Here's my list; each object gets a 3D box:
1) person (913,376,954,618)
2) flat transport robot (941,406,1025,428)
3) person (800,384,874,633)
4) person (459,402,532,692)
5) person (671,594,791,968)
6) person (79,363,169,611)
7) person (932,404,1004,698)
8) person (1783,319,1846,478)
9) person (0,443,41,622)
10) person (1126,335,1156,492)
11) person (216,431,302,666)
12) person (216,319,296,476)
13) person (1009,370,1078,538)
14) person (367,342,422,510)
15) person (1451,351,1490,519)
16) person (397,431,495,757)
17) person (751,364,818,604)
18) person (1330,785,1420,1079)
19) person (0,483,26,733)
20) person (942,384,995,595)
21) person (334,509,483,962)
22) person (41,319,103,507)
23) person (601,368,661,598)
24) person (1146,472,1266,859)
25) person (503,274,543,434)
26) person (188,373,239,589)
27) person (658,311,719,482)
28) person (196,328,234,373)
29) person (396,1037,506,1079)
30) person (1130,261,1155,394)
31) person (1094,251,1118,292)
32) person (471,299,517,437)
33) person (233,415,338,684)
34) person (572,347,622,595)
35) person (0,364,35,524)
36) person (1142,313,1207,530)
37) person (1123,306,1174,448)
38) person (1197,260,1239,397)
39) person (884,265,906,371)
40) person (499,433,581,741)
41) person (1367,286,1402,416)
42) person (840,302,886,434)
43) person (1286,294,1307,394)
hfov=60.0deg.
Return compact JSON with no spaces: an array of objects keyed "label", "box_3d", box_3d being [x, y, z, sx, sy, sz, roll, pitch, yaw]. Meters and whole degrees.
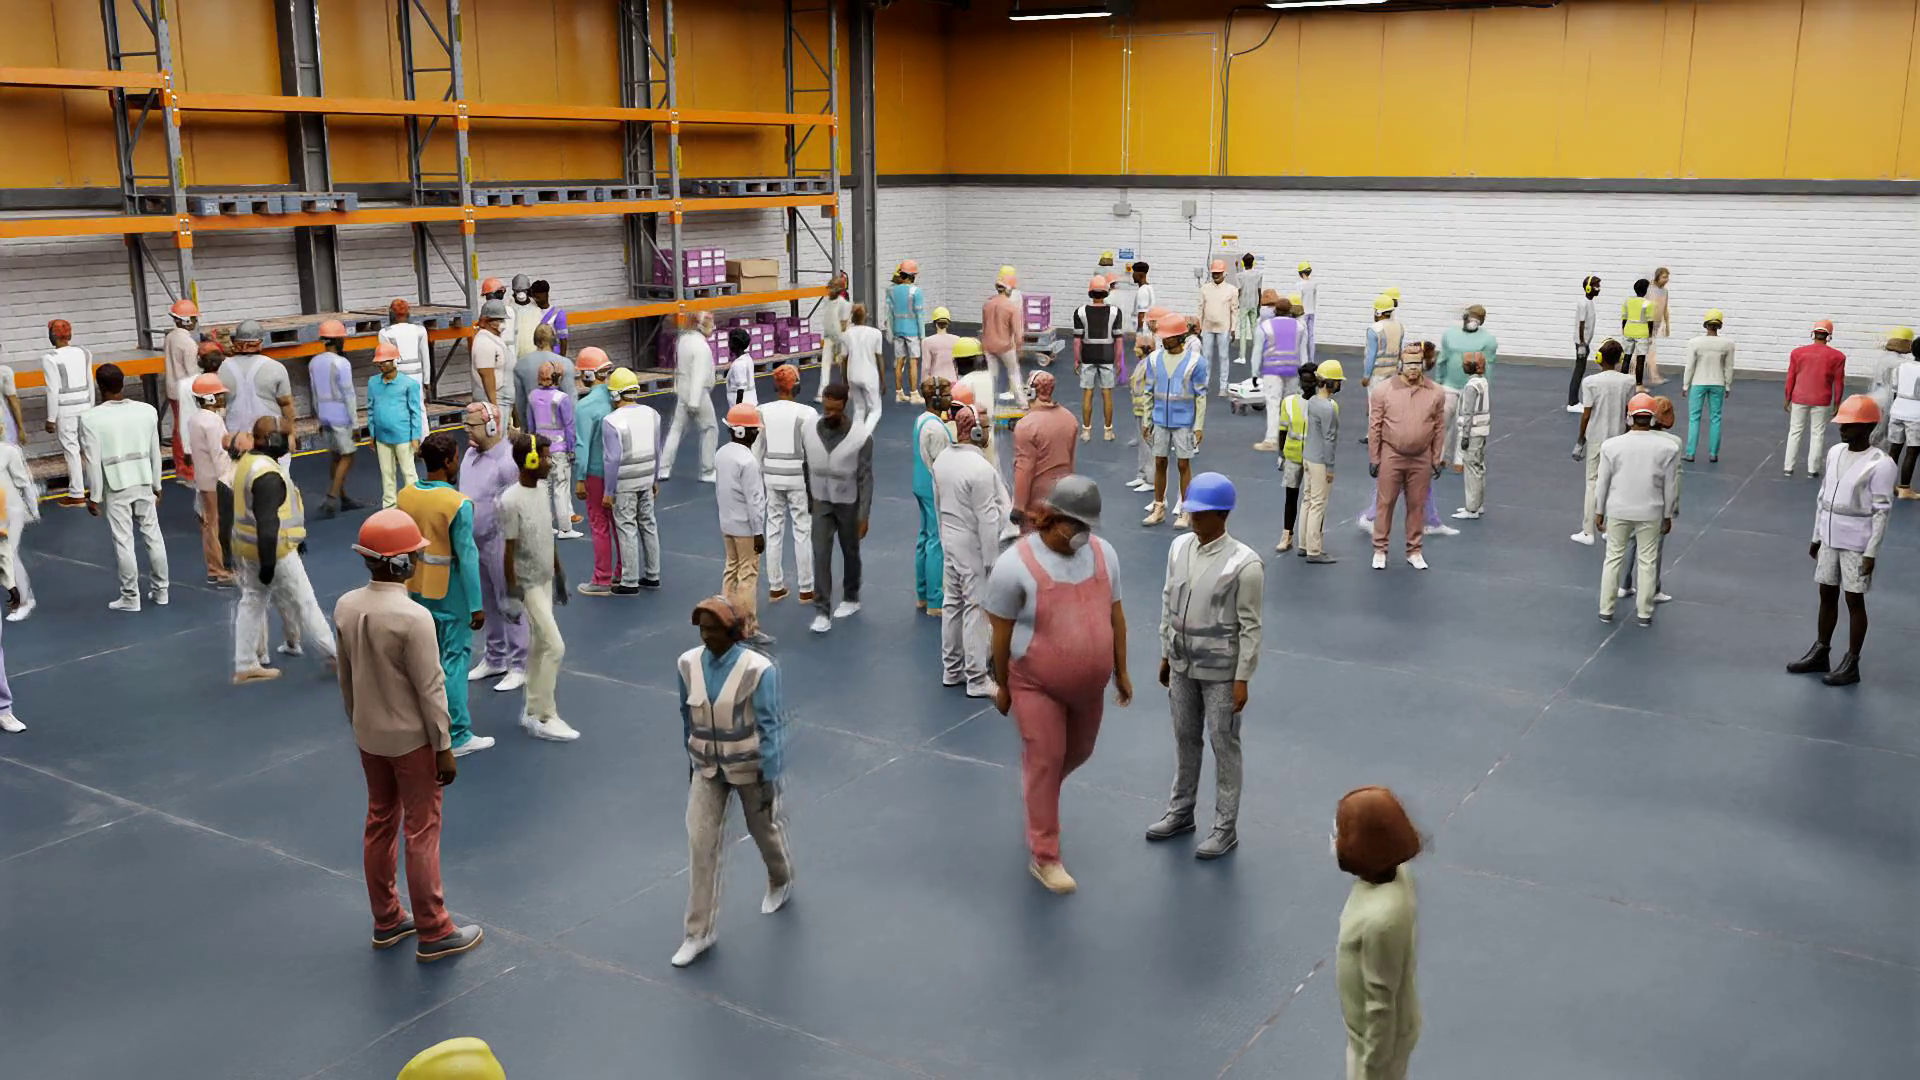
[{"label":"person","box_3d":[-0.181,-0.329,12.664,0.345,1.846,0.508,-4,14,-18]},{"label":"flat transport robot","box_3d":[0.268,-1.556,21.434,1.431,0.197,0.652,-7,15,-26]},{"label":"person","box_3d":[-0.912,-0.250,12.313,0.602,1.843,0.969,3,13,14]},{"label":"person","box_3d":[-3.081,0.039,10.932,0.655,1.906,0.407,11,17,40]},{"label":"person","box_3d":[-0.998,1.006,7.408,0.527,1.598,0.847,5,14,20]},{"label":"person","box_3d":[-6.424,-0.401,12.820,0.399,1.917,0.589,9,16,35]},{"label":"person","box_3d":[0.088,0.068,10.804,0.407,1.910,0.639,-7,15,-29]},{"label":"person","box_3d":[9.331,-1.548,18.193,0.575,1.736,0.355,7,14,26]},{"label":"person","box_3d":[-7.267,-0.178,12.552,0.525,1.583,0.600,0,13,-1]},{"label":"person","box_3d":[1.940,-1.324,17.424,0.314,1.641,0.515,-1,13,-5]},{"label":"person","box_3d":[-4.868,0.054,11.494,0.322,1.628,0.527,7,15,28]},{"label":"person","box_3d":[-6.374,-0.997,15.129,0.682,2.000,0.537,-1,13,-6]},{"label":"person","box_3d":[0.595,-0.322,12.497,0.401,1.906,0.649,11,17,41]},{"label":"person","box_3d":[-5.375,-1.001,15.776,0.560,1.752,0.326,3,13,14]},{"label":"person","box_3d":[4.971,-1.019,16.133,0.318,1.630,0.513,7,15,27]},{"label":"person","box_3d":[-3.032,0.319,9.712,0.593,1.911,0.381,9,16,33]},{"label":"person","box_3d":[-1.343,-0.432,13.027,0.575,1.882,0.361,4,14,18]},{"label":"person","box_3d":[1.231,1.530,5.096,0.417,1.621,0.544,3,13,13]},{"label":"person","box_3d":[-5.949,0.255,9.941,0.356,1.930,0.589,11,17,40]},{"label":"person","box_3d":[0.002,-0.339,12.903,0.574,1.749,0.337,2,13,10]},{"label":"person","box_3d":[-2.422,0.847,7.232,0.611,1.996,0.379,8,15,31]},{"label":"person","box_3d":[-8.907,-1.269,16.657,0.355,1.883,0.573,4,14,17]},{"label":"person","box_3d":[-2.632,-0.456,13.238,0.403,1.830,0.600,8,15,32]},{"label":"person","box_3d":[1.231,0.617,8.331,0.387,1.948,0.602,-11,17,-40]},{"label":"person","box_3d":[-5.445,-2.311,20.828,0.683,2.000,0.538,-4,13,-15]},{"label":"person","box_3d":[-6.032,-0.482,13.525,0.330,1.751,0.563,-11,17,-39]},{"label":"person","box_3d":[-2.910,-1.523,17.841,0.706,1.860,0.690,-8,15,-30]},{"label":"person","box_3d":[-7.145,-1.125,16.100,0.372,1.847,0.570,1,13,4]},{"label":"person","box_3d":[-1.020,1.847,3.420,0.339,1.761,0.524,-6,14,-24]},{"label":"person","box_3d":[2.702,-3.140,24.619,0.385,1.957,0.603,3,13,12]},{"label":"person","box_3d":[2.739,-4.537,31.157,0.484,1.735,0.311,7,15,28]},{"label":"person","box_3d":[-4.769,-1.482,17.234,0.535,2.000,0.685,-3,13,-11]},{"label":"person","box_3d":[-4.479,0.057,11.100,0.899,1.792,0.621,-10,16,-36]},{"label":"person","box_3d":[-2.875,-0.551,13.317,0.406,1.987,0.615,6,14,24]},{"label":"person","box_3d":[-9.128,-1.048,15.777,0.507,1.847,0.344,1,13,2]},{"label":"person","box_3d":[1.990,-1.107,15.618,0.614,2.034,0.392,7,15,29]},{"label":"person","box_3d":[2.397,-1.975,20.118,0.914,1.706,0.590,-5,14,-22]},{"label":"person","box_3d":[3.752,-3.095,24.331,0.608,1.995,0.377,6,14,24]},{"label":"person","box_3d":[-0.989,-3.617,27.150,0.511,1.729,0.354,3,13,12]},{"label":"person","box_3d":[-2.451,0.288,10.004,0.608,1.839,0.549,3,13,11]},{"label":"person","box_3d":[5.740,-2.537,22.436,0.353,1.757,0.524,6,14,25]},{"label":"person","box_3d":[-1.125,-1.815,19.129,0.526,1.832,0.526,3,13,15]},{"label":"person","box_3d":[4.261,-2.297,21.424,0.315,1.741,0.494,-4,14,-16]}]
